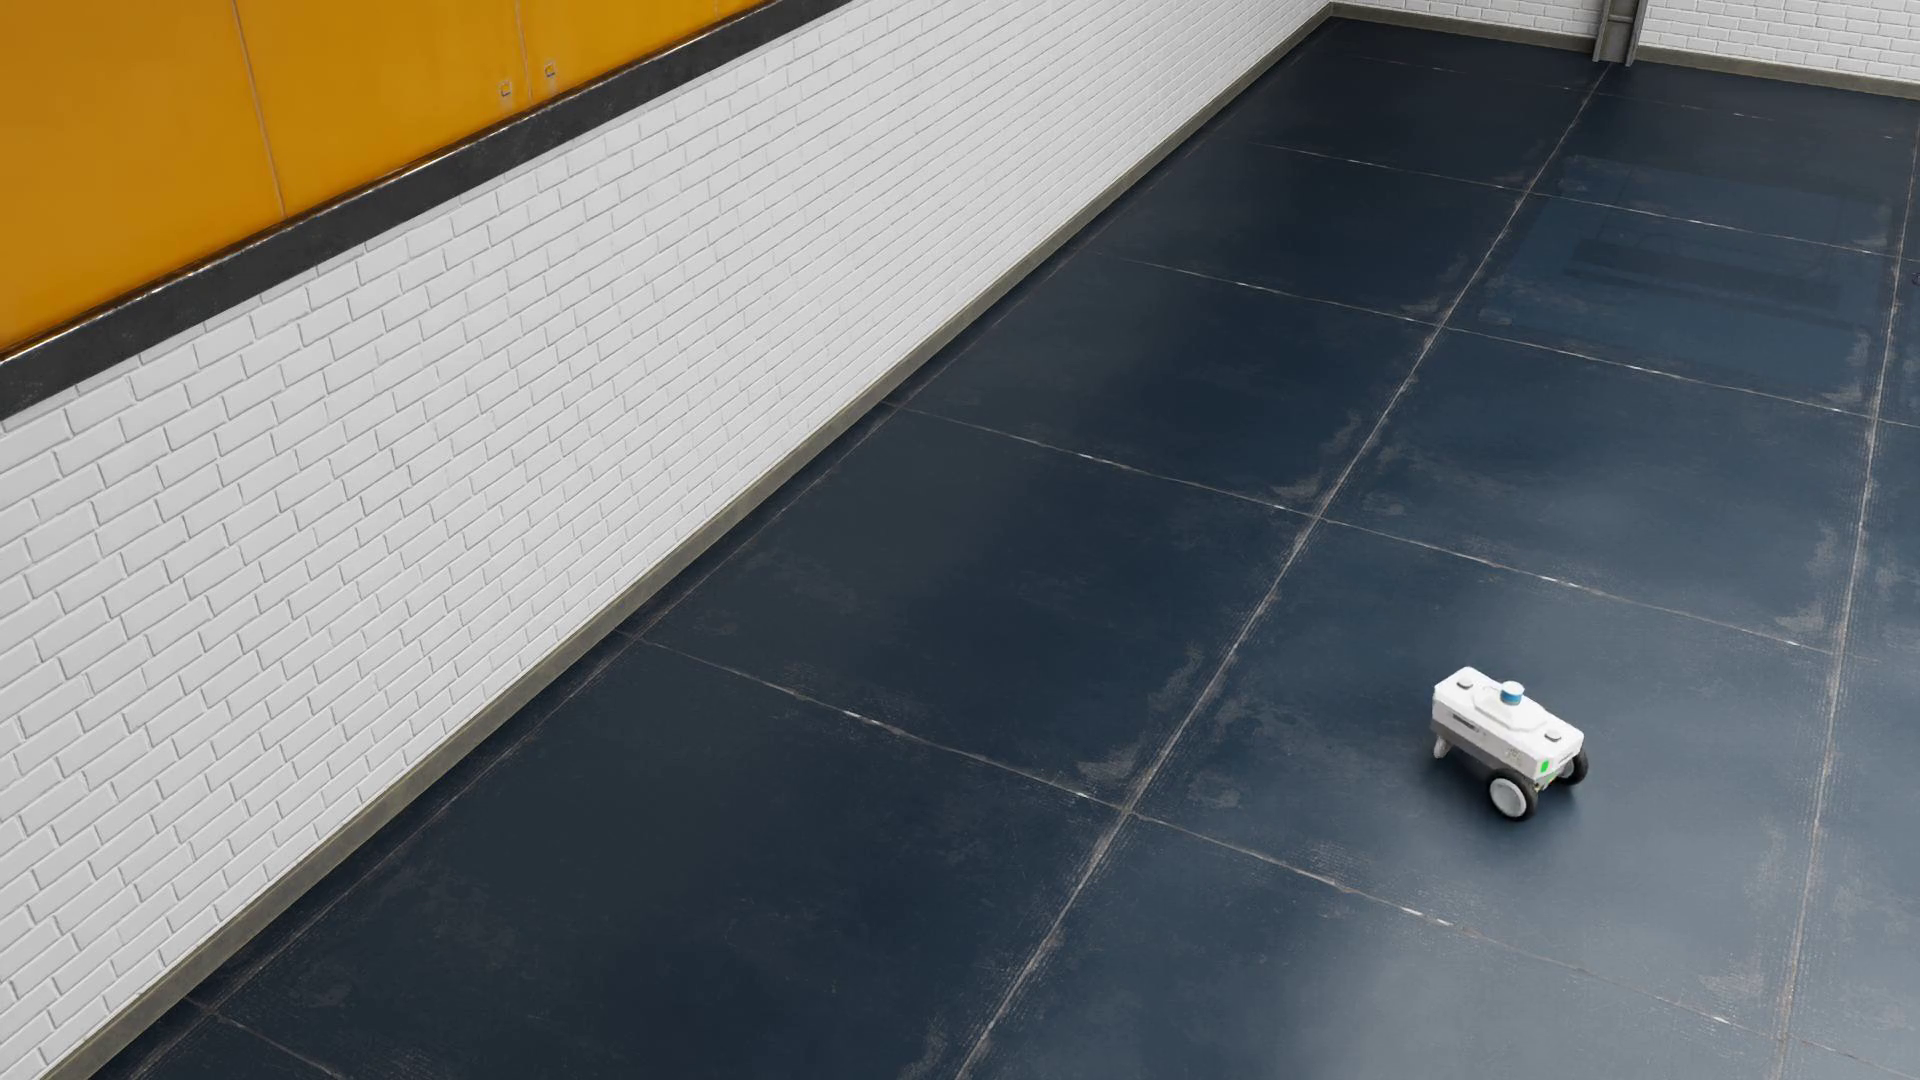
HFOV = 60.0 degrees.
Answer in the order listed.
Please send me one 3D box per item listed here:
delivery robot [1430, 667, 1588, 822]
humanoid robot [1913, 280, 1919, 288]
[{"bbox_3d":[2.723,0.972,8.270,0.521,0.588,0.760,-24,41,-32],"label":"delivery robot"},{"bbox_3d":[7.862,-2.553,12.558,0.612,1.619,0.762,-23,40,-31],"label":"humanoid robot"}]
